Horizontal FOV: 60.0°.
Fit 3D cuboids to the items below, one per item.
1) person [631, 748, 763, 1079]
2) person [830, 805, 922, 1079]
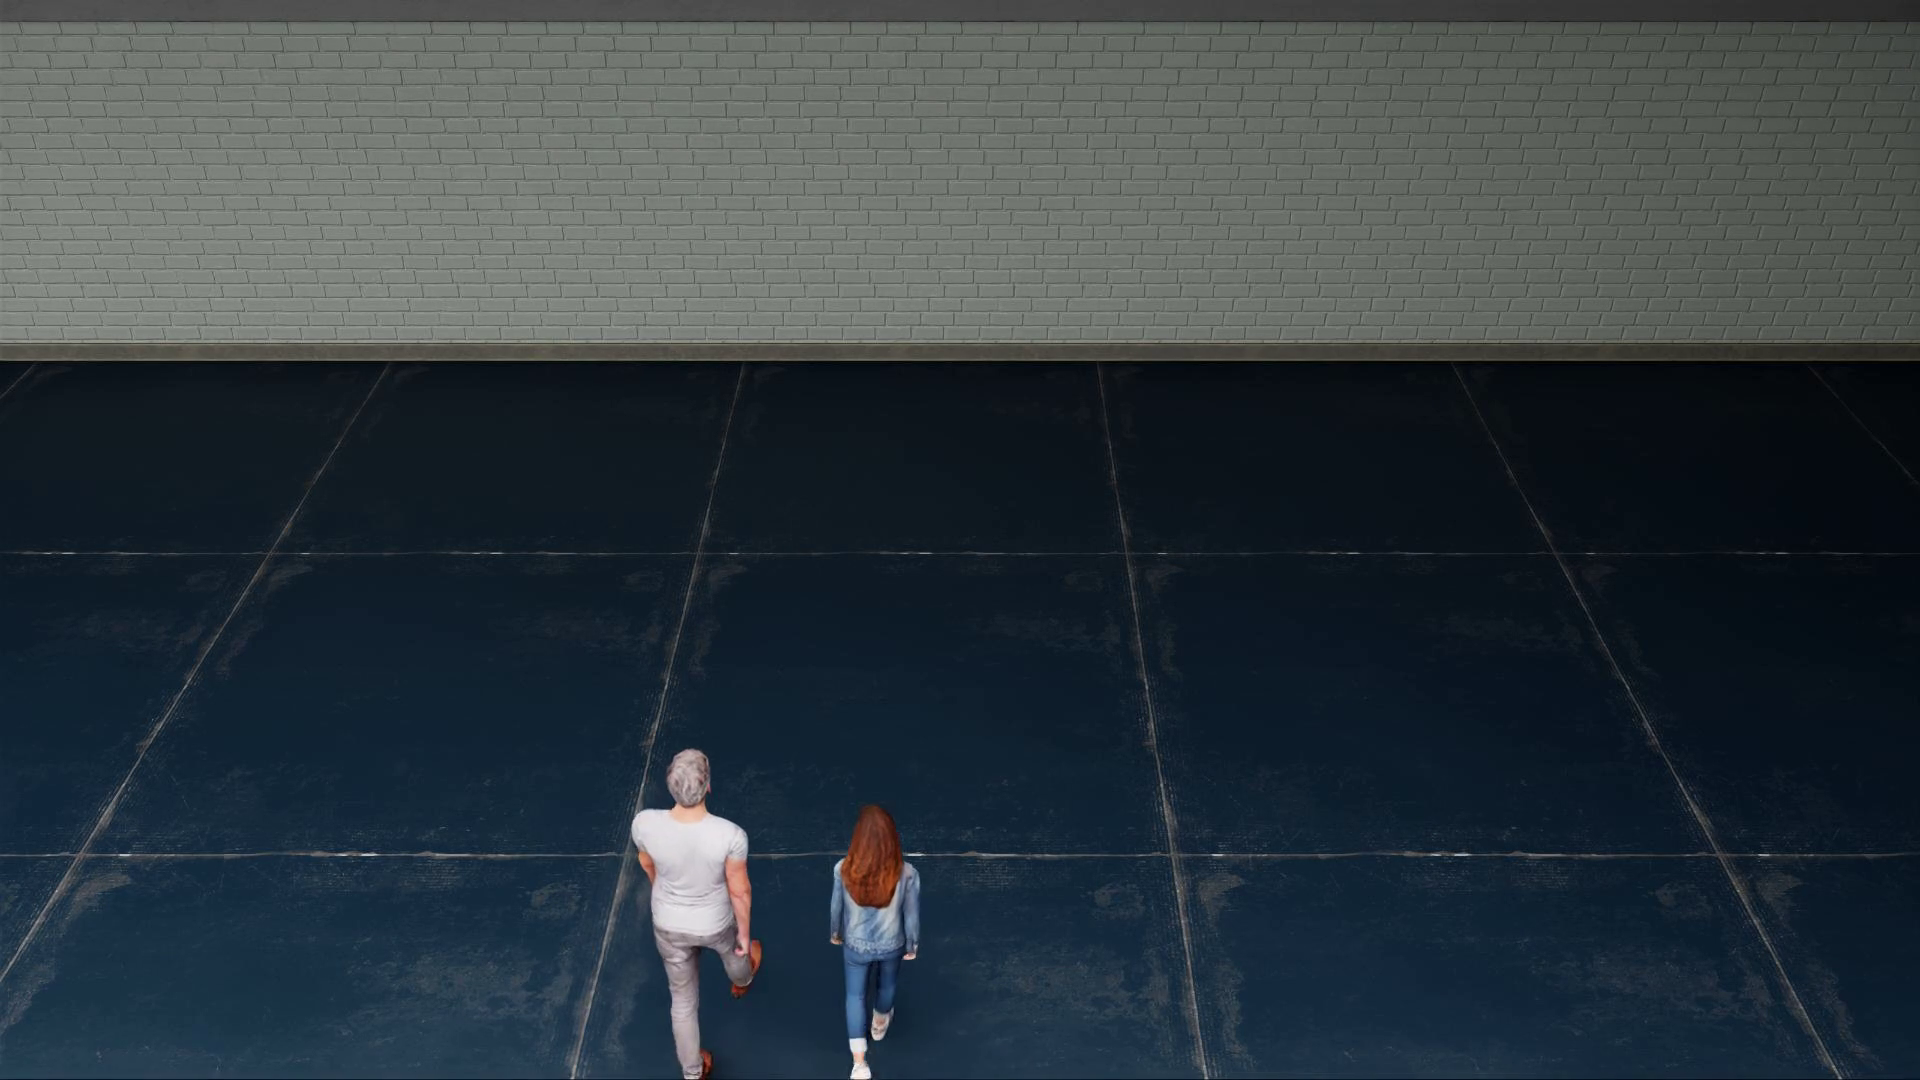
[{"bbox_3d":[-1.201,1.761,7.434,0.759,1.782,1.144,3,33,4],"label":"person"},{"bbox_3d":[-0.383,1.869,7.564,0.595,1.459,0.874,0,33,0],"label":"person"}]
